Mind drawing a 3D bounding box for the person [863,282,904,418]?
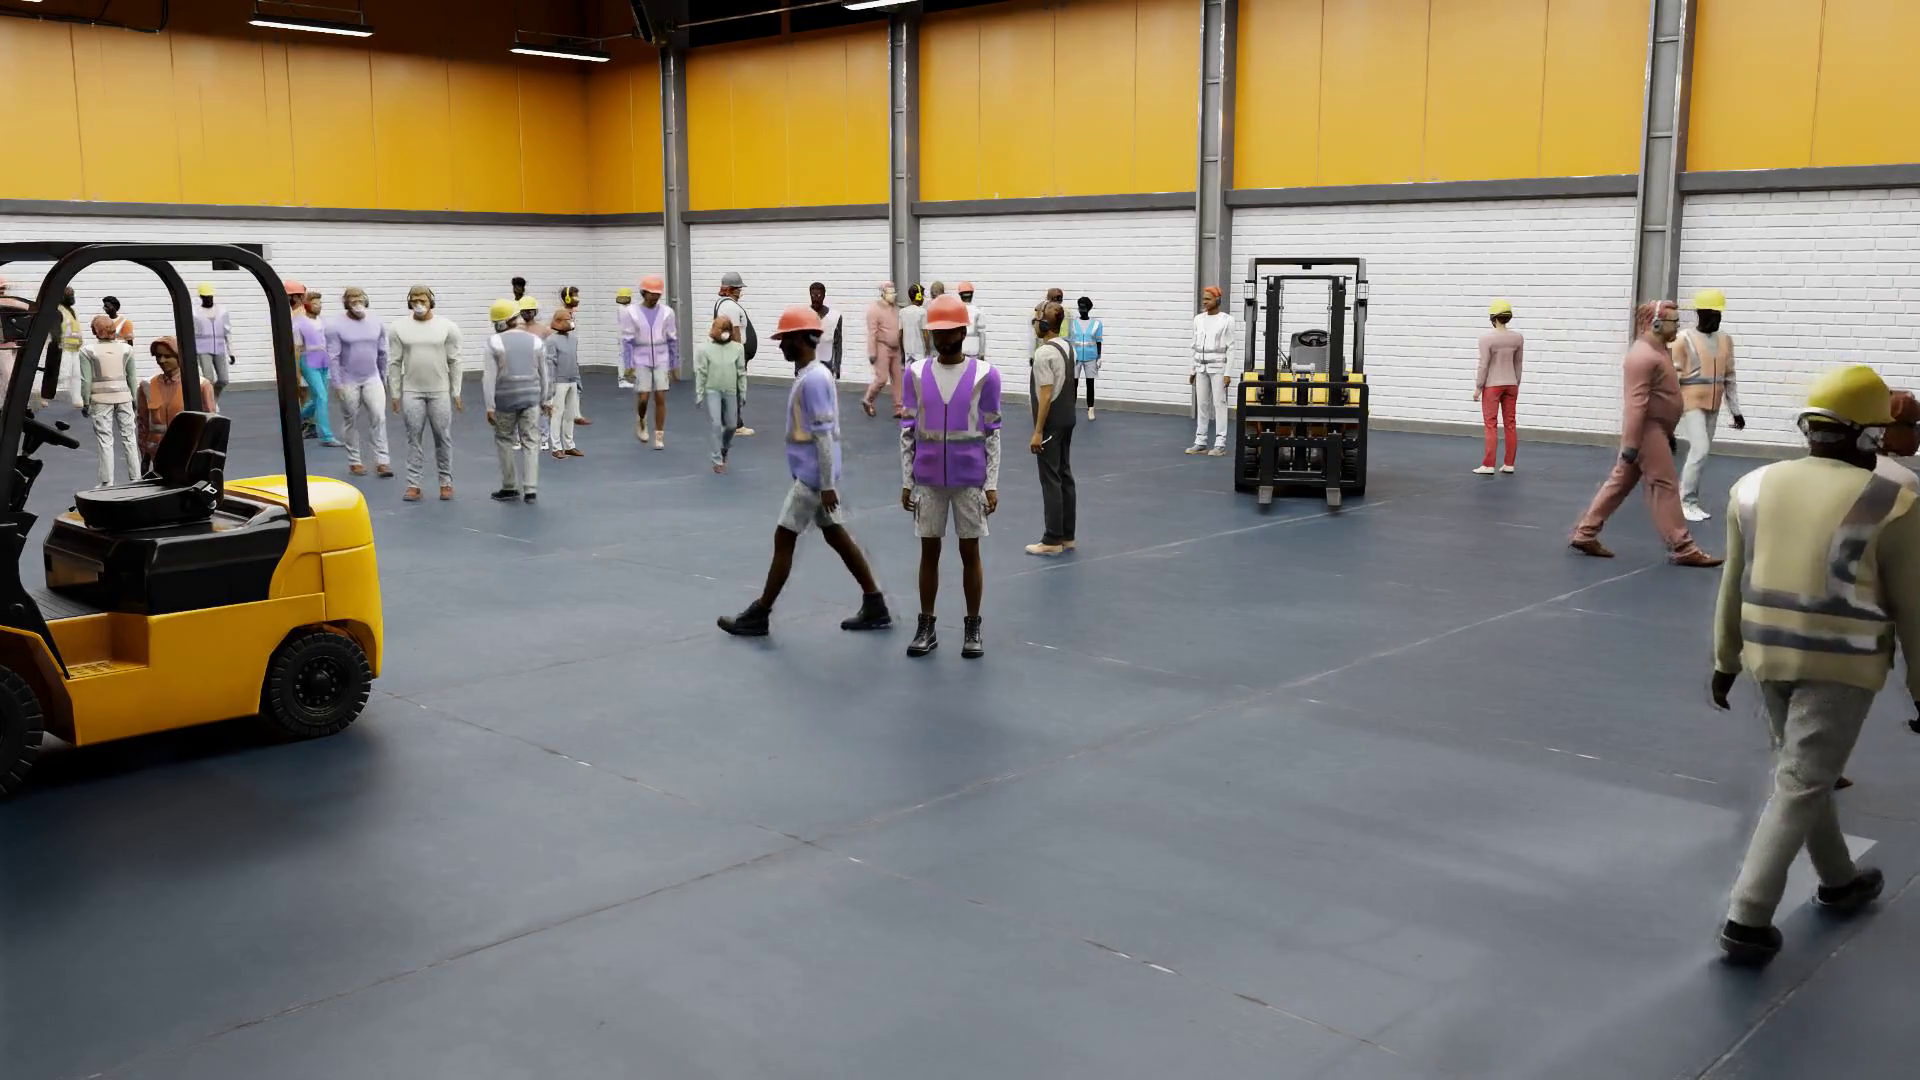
[{"bbox_3d":[-1.010,-2.615,23.010,0.693,1.892,0.653,7,12,38],"label":"person"}]

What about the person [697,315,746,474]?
[{"bbox_3d":[-2.450,-1.491,16.965,0.531,1.614,0.550,-4,10,-23],"label":"person"}]

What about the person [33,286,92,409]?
[{"bbox_3d":[-13.183,-2.799,24.349,0.670,1.826,0.644,0,9,-3],"label":"person"}]

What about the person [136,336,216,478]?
[{"bbox_3d":[-5.112,-0.513,10.894,0.525,1.637,0.307,0,9,2],"label":"person"}]

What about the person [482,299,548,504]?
[{"bbox_3d":[-3.926,-1.221,14.709,0.681,1.800,0.539,-7,12,-37],"label":"person"}]

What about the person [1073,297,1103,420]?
[{"bbox_3d":[1.685,-2.475,22.745,0.529,1.694,0.321,1,9,4],"label":"person"}]

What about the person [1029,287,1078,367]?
[{"bbox_3d":[1.260,-2.513,22.595,0.659,1.821,0.435,-5,11,-28],"label":"person"}]

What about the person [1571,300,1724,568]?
[{"bbox_3d":[4.848,-0.752,11.706,1.023,1.857,0.653,5,10,26],"label":"person"}]

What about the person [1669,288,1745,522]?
[{"bbox_3d":[6.153,-1.106,13.695,0.621,1.915,0.481,-4,10,-23],"label":"person"}]

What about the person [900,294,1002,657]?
[{"bbox_3d":[-0.057,-0.333,8.871,0.548,1.937,0.358,2,9,10],"label":"person"}]

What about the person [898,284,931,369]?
[{"bbox_3d":[-0.589,-2.474,22.228,0.517,1.865,0.328,7,11,36],"label":"person"}]

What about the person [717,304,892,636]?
[{"bbox_3d":[-0.849,-0.390,9.424,1.006,1.876,0.555,-1,9,-7],"label":"person"}]

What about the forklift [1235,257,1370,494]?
[{"bbox_3d":[3.309,-1.629,16.029,1.214,2.155,2.313,2,9,11],"label":"forklift"}]

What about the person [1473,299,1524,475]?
[{"bbox_3d":[5.424,-1.538,16.778,0.523,1.769,0.316,-3,10,-18],"label":"person"}]

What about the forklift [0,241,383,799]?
[{"bbox_3d":[-3.706,-0.171,7.093,1.214,2.155,2.313,9,13,43],"label":"forklift"}]

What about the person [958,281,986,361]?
[{"bbox_3d":[0.093,-2.658,23.247,0.538,1.906,0.637,0,9,3],"label":"person"}]

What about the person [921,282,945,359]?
[{"bbox_3d":[-0.322,-2.634,23.125,0.647,1.883,0.878,-4,10,-25],"label":"person"}]

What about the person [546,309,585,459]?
[{"bbox_3d":[-4.330,-1.710,18.232,0.272,1.635,0.507,4,10,25],"label":"person"}]

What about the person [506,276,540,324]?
[{"bbox_3d":[-6.829,-3.103,25.826,0.639,1.940,0.539,1,9,8],"label":"person"}]

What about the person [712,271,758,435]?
[{"bbox_3d":[-2.804,-2.335,20.830,0.535,2.000,0.674,-4,10,-23],"label":"person"}]

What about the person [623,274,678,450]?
[{"bbox_3d":[-3.554,-2.033,19.061,0.643,2.013,0.586,-4,10,-21],"label":"person"}]

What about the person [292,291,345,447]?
[{"bbox_3d":[-7.575,-1.990,19.395,0.778,1.823,0.587,3,10,16],"label":"person"}]

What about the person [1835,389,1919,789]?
[{"bbox_3d":[3.506,0.205,6.569,0.416,1.603,0.523,-1,9,-8],"label":"person"}]

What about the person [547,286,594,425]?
[{"bbox_3d":[-5.208,-2.433,22.028,0.564,1.854,0.513,-1,9,-6],"label":"person"}]

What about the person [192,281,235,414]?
[{"bbox_3d":[-10.401,-2.626,23.019,0.598,1.906,0.598,9,13,43],"label":"person"}]

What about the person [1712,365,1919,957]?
[{"bbox_3d":[2.639,0.363,5.075,0.930,1.784,0.611,-5,11,-29],"label":"person"}]

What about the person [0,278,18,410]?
[{"bbox_3d":[-13.699,-2.747,23.607,0.871,1.963,0.617,0,9,2],"label":"person"}]

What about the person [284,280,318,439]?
[{"bbox_3d":[-8.078,-2.196,20.290,0.357,1.936,0.551,-6,11,-31],"label":"person"}]

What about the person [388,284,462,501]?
[{"bbox_3d":[-4.784,-1.316,14.898,0.635,1.936,0.355,-2,9,-11],"label":"person"}]

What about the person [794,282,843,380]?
[{"bbox_3d":[-1.678,-2.087,19.682,0.590,1.921,0.392,1,9,6],"label":"person"}]

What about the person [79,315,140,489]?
[{"bbox_3d":[-7.945,-1.274,15.557,0.309,1.639,0.513,8,12,41],"label":"person"}]

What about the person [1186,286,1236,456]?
[{"bbox_3d":[2.787,-1.874,18.484,0.576,1.883,0.354,9,13,44],"label":"person"}]

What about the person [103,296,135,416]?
[{"bbox_3d":[-11.823,-2.569,23.309,0.535,1.697,0.321,2,9,10],"label":"person"}]

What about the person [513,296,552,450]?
[{"bbox_3d":[-4.905,-1.900,18.999,0.524,1.769,0.315,0,9,1],"label":"person"}]

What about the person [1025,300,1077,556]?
[{"bbox_3d":[0.667,-0.805,12.043,0.328,1.844,0.513,5,11,29],"label":"person"}]

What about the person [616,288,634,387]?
[{"bbox_3d":[-5.874,-3.552,29.200,0.308,1.743,0.494,-1,9,-9],"label":"person"}]

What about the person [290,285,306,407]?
[{"bbox_3d":[-9.953,-2.936,25.121,0.430,1.846,0.623,-5,11,-30],"label":"person"}]

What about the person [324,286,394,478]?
[{"bbox_3d":[-5.905,-1.544,16.424,0.634,1.888,0.948,-7,11,-35],"label":"person"}]
